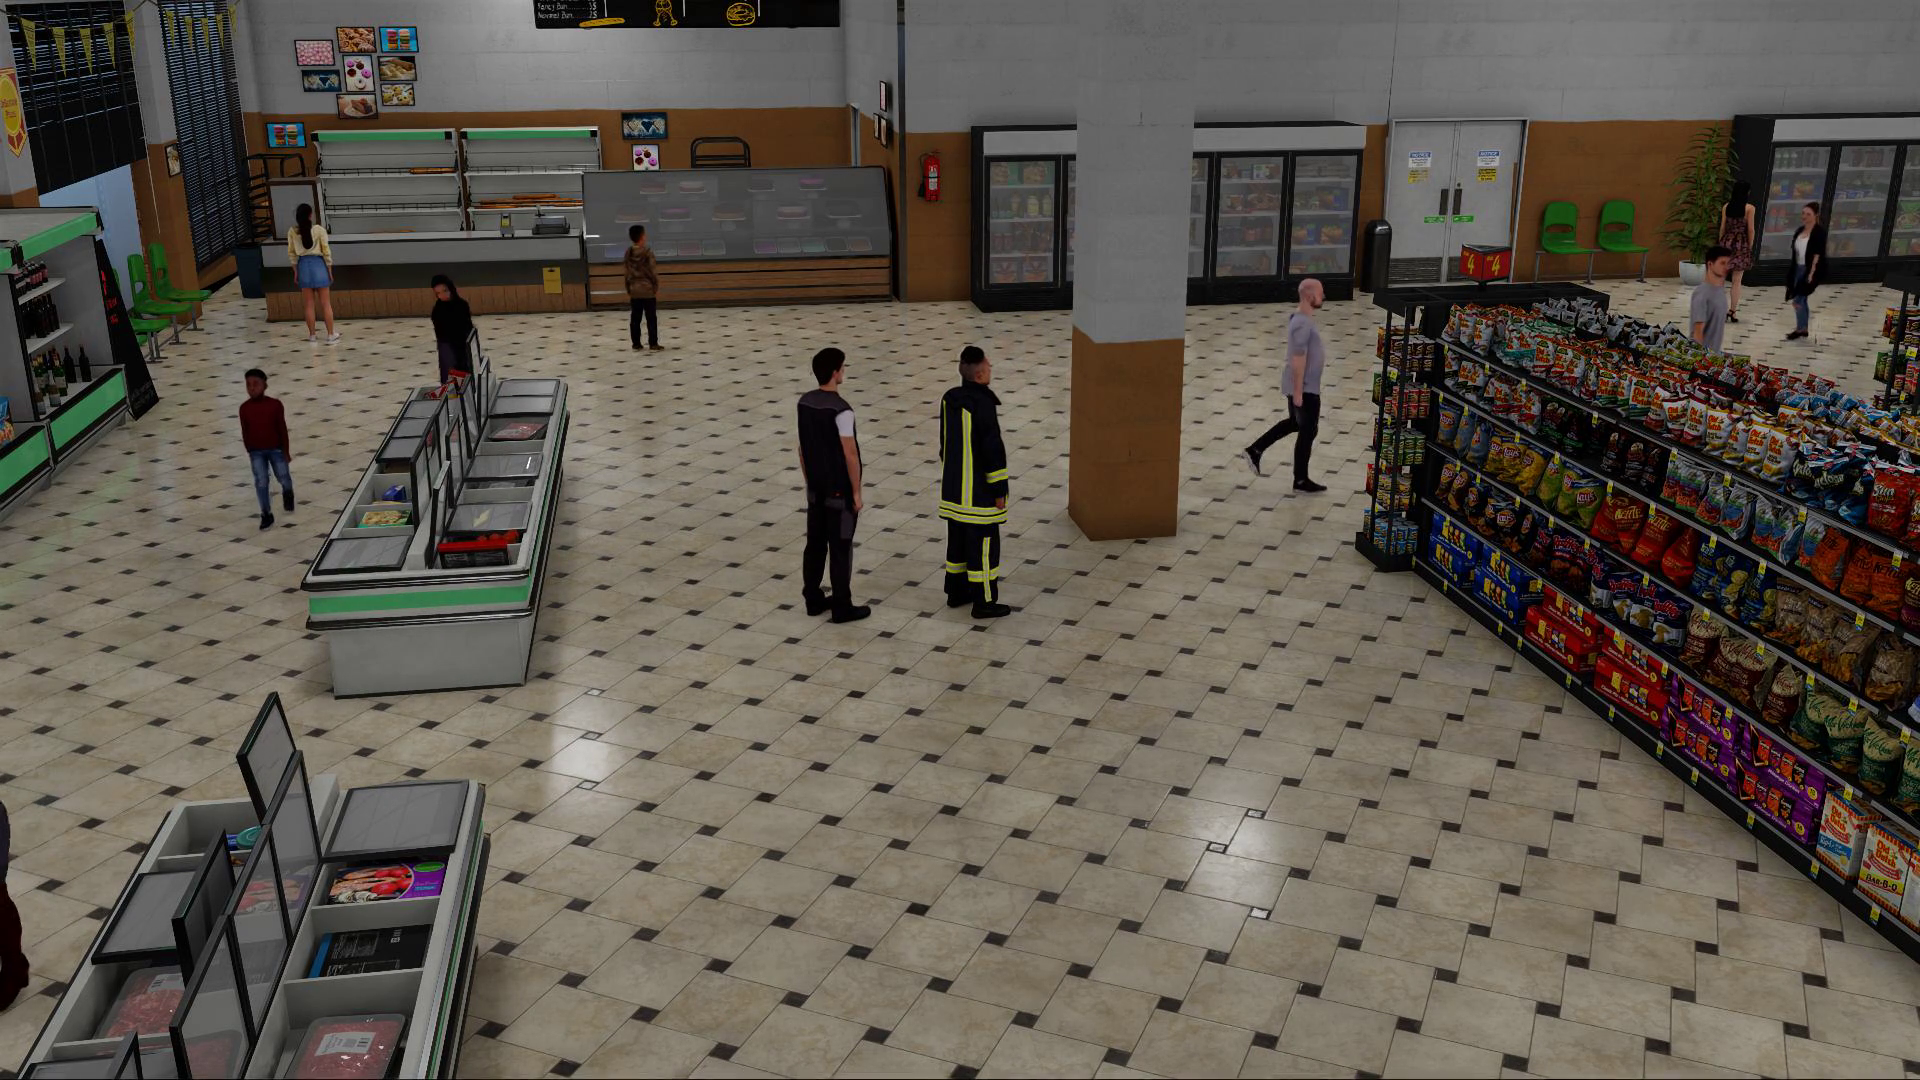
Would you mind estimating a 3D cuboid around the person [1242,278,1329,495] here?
[{"bbox_3d":[2.739,-1.263,13.793,0.882,1.815,0.967,1,19,3],"label":"person"}]

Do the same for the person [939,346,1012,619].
[{"bbox_3d":[0.092,-0.408,11.185,0.934,1.861,0.806,-13,23,-34],"label":"person"}]

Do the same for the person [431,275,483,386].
[{"bbox_3d":[-4.639,-1.706,15.466,0.860,1.587,0.760,4,19,10],"label":"person"}]

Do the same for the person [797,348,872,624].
[{"bbox_3d":[-0.869,-0.366,11.081,0.730,1.848,0.814,16,24,39],"label":"person"}]

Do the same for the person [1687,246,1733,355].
[{"bbox_3d":[6.680,-1.702,14.984,0.789,1.886,0.754,16,24,39],"label":"person"}]

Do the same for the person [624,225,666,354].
[{"bbox_3d":[-3.676,-2.900,19.214,0.667,1.454,0.688,5,19,14],"label":"person"}]

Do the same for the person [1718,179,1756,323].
[{"bbox_3d":[9.713,-3.627,20.868,0.860,1.774,0.784,-17,25,-41],"label":"person"}]

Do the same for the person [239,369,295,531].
[{"bbox_3d":[-5.460,-0.744,13.153,0.519,1.240,0.817,-4,19,-12],"label":"person"}]

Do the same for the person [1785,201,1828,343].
[{"bbox_3d":[10.009,-3.119,19.550,0.721,1.654,0.682,-1,19,-3],"label":"person"}]

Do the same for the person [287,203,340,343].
[{"bbox_3d":[-7.695,-3.178,19.761,0.635,1.631,0.548,-3,19,-8],"label":"person"}]
